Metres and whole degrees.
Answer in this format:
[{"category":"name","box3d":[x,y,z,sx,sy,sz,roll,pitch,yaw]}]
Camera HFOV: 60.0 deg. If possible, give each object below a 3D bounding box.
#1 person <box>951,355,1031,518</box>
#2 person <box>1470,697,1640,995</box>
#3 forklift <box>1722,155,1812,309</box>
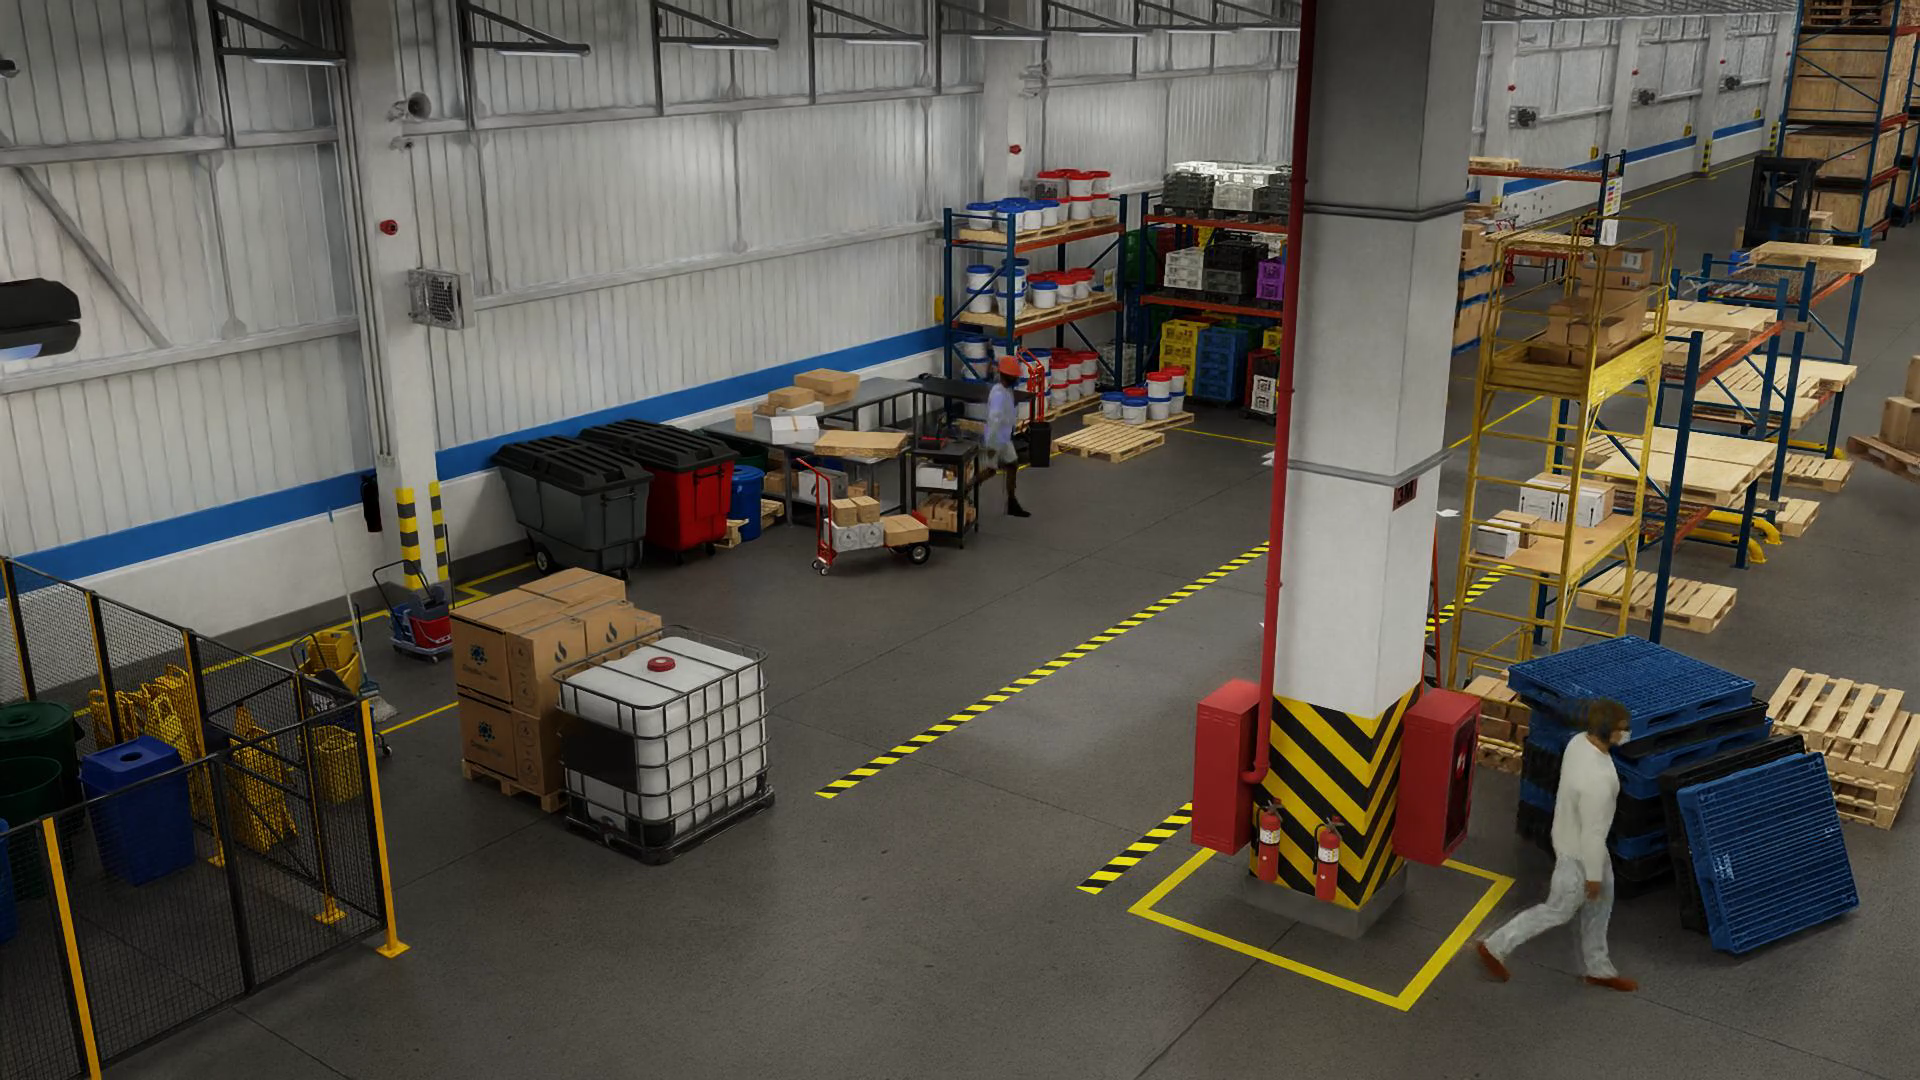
[{"category":"person","box3d":[0.354,-1.182,18.822,0.870,1.895,0.593,6,19,19]},{"category":"person","box3d":[3.544,1.787,9.713,0.942,1.907,0.641,4,19,13]},{"category":"forklift","box3d":[15.442,-5.883,31.623,1.129,2.768,1.873,13,22,34]}]
